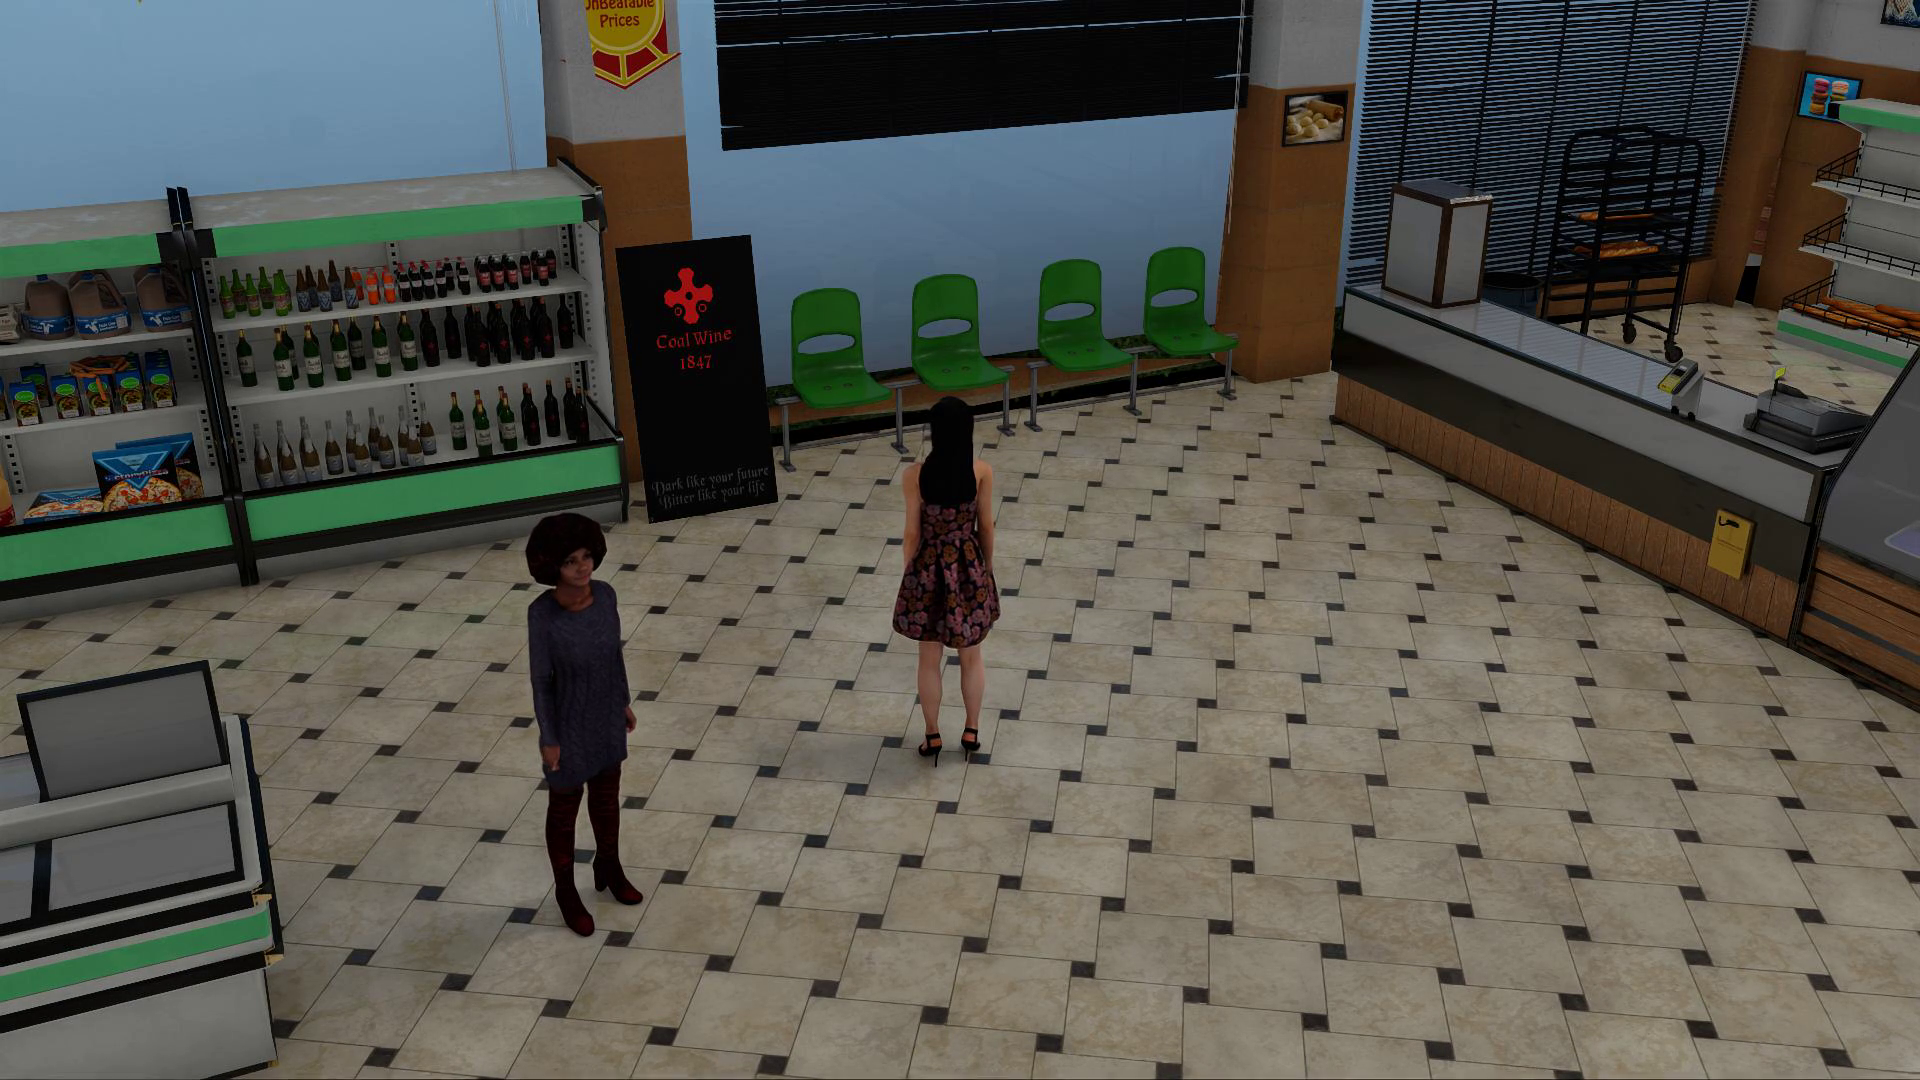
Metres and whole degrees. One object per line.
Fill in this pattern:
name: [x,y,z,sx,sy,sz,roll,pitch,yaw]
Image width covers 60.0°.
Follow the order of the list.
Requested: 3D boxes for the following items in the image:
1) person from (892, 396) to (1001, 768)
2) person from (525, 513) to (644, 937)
person: [-0.058,0.192,7.476,0.679,1.773,0.786,-5,24,-11]
person: [-1.455,0.698,6.396,0.711,1.710,0.579,19,30,37]
